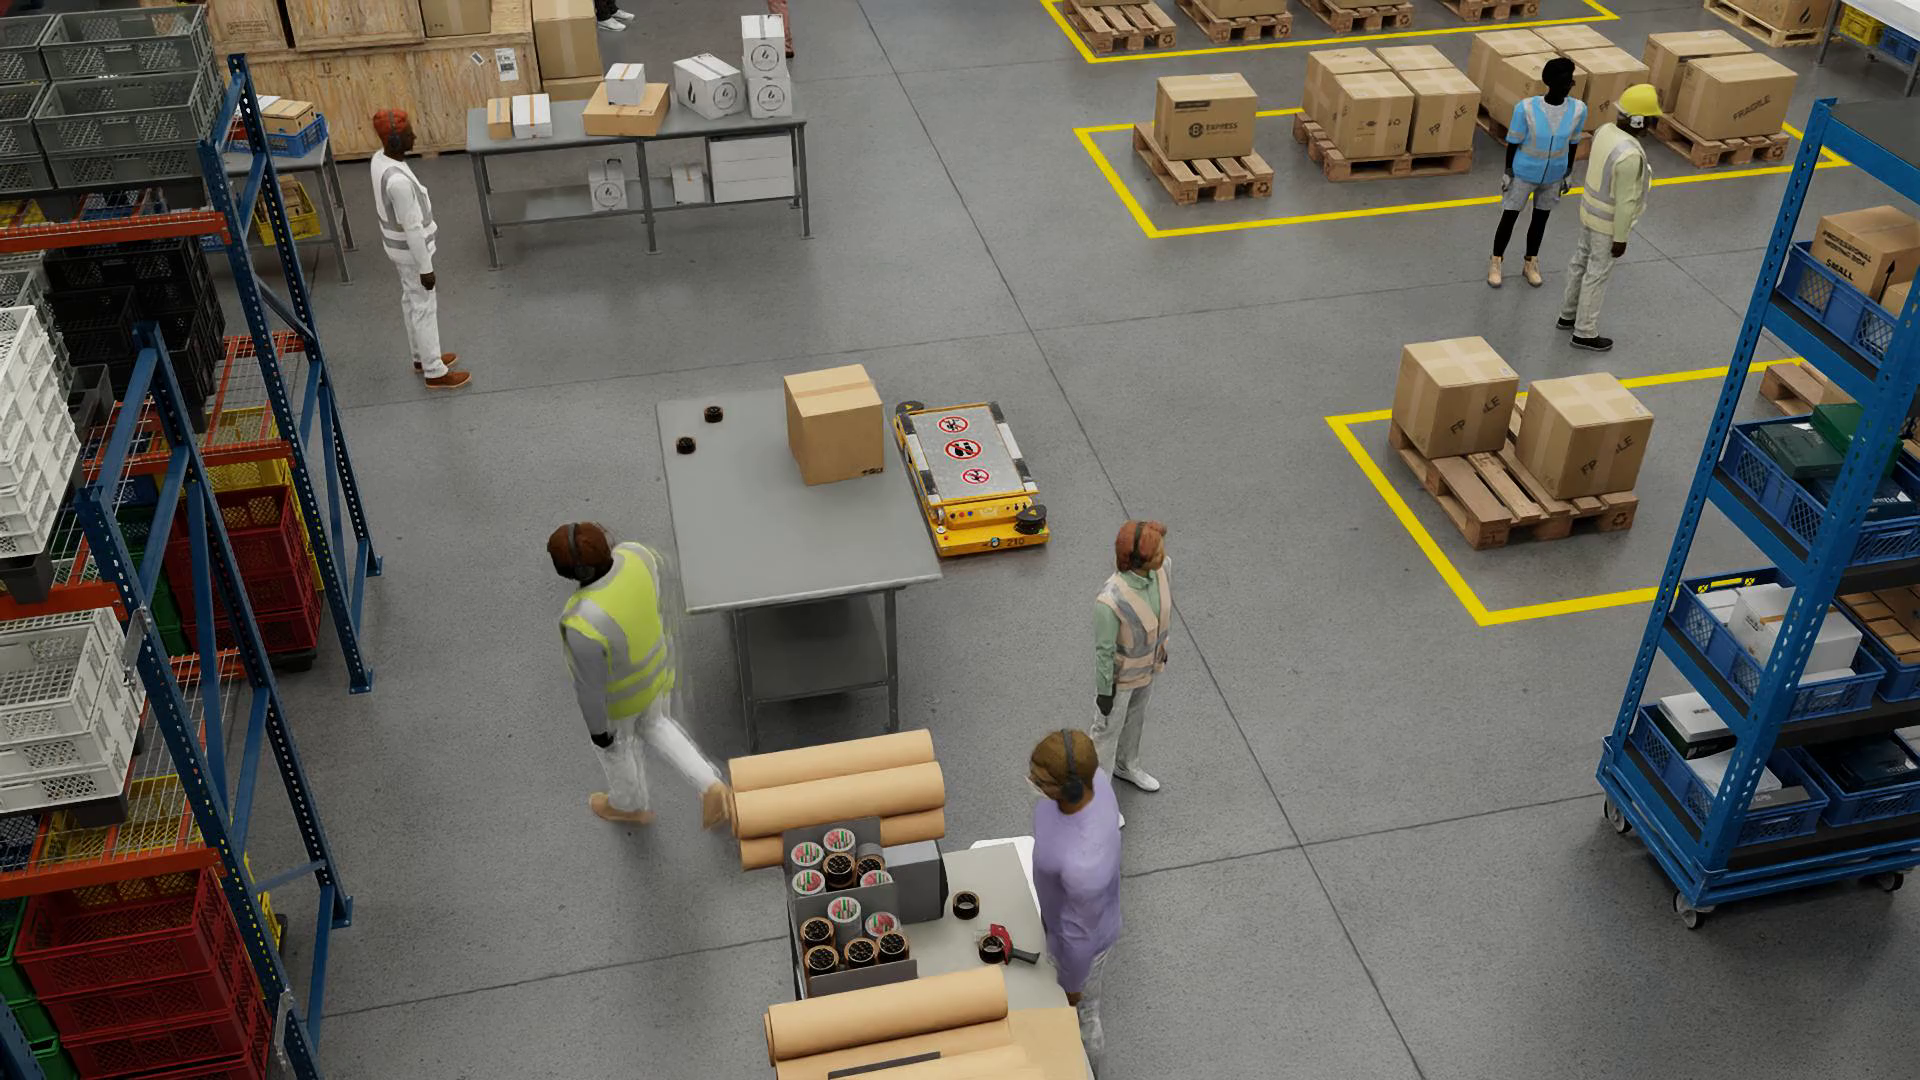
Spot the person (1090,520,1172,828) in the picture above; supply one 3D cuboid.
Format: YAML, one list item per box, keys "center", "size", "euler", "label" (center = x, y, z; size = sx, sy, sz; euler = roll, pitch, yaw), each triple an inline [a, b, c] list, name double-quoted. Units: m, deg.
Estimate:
- center: [0.776, 0.588, 7.599]
  size: [0.306, 1.641, 0.523]
  euler: [25, 44, 30]
  label: "person"

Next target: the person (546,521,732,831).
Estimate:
- center: [-1.435, 0.654, 7.368]
  size: [0.697, 1.817, 0.643]
  euler: [14, 39, 18]
  label: "person"

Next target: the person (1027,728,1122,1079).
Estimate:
- center: [0.417, 1.435, 6.224]
  size: [0.369, 1.931, 0.628]
  euler: [1, 37, 1]
  label: "person"

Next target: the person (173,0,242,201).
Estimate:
- center: [-5.802, -3.406, 12.804]
  size: [0.465, 1.838, 0.544]
  euler: [-5, 37, -7]
  label: "person"

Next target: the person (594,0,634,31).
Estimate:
- center: [-3.497, -5.974, 16.195]
  size: [0.391, 1.913, 0.588]
  euler: [5, 37, 6]
  label: "person"

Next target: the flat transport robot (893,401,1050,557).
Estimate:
- center: [0.046, -0.430, 10.108]
  size: [0.652, 0.197, 1.431]
  euler: [-8, 37, -10]
  label: "flat transport robot"

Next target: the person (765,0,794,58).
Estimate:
- center: [-1.790, -5.481, 15.548]
  size: [0.395, 1.899, 0.660]
  euler: [-6, 37, -8]
  label: "person"

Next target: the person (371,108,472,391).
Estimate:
- center: [-3.512, -1.859, 10.686]
  size: [0.337, 1.882, 0.585]
  euler: [-18, 40, -23]
  label: "person"

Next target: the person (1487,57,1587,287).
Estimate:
- center: [4.111, -2.609, 11.847]
  size: [0.538, 1.700, 0.317]
  euler: [-1, 37, -1]
  label: "person"

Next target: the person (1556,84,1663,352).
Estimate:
- center: [4.351, -2.159, 11.134]
  size: [0.404, 1.833, 0.589]
  euler: [-2, 37, -2]
  label: "person"

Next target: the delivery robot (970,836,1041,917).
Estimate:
- center: [0.235, 1.591, 7.081]
  size: [0.477, 0.478, 0.707]
  euler: [-5, 37, -6]
  label: "delivery robot"
